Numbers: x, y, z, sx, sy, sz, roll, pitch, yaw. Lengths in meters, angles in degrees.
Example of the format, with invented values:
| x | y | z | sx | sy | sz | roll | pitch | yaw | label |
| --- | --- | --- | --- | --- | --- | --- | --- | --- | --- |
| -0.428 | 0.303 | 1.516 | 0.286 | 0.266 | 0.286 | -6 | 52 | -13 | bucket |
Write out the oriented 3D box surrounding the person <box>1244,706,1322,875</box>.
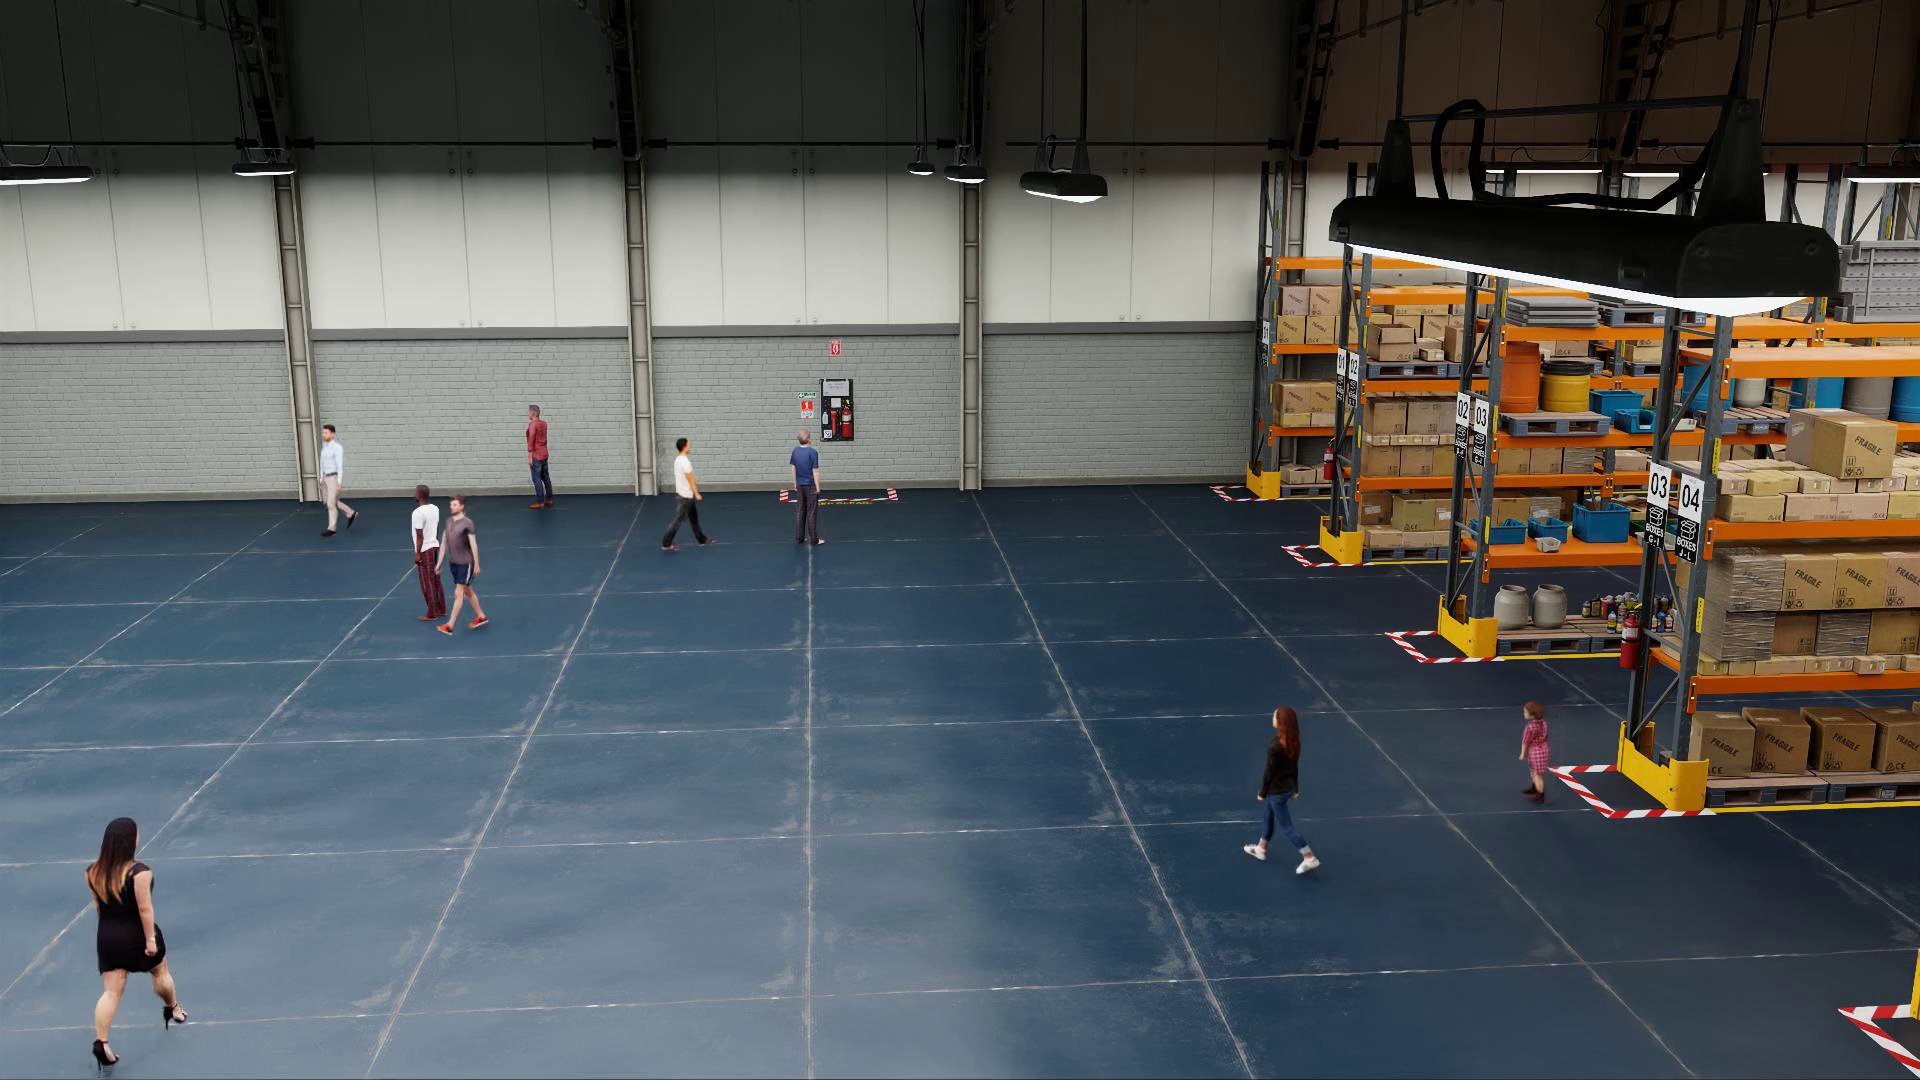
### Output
| x | y | z | sx | sy | sz | roll | pitch | yaw | label |
| --- | --- | --- | --- | --- | --- | --- | --- | --- | --- |
| 2.842 | 2.185 | 14.403 | 1.040 | 1.451 | 0.929 | 9 | 16 | 33 | person |

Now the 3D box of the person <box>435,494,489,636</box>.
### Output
| x | y | z | sx | sy | sz | roll | pitch | yaw | label |
| --- | --- | --- | --- | --- | --- | --- | --- | --- | --- |
| -6.439 | 0.311 | 21.704 | 1.172 | 1.808 | 1.166 | 9 | 16 | 33 | person |

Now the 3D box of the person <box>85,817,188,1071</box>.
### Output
| x | y | z | sx | sy | sz | roll | pitch | yaw | label |
| --- | --- | --- | --- | --- | --- | --- | --- | --- | --- |
| -5.738 | 2.783 | 11.339 | 1.066 | 1.668 | 0.891 | 2 | 13 | 10 | person |

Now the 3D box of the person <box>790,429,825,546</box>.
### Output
| x | y | z | sx | sy | sz | roll | pitch | yaw | label |
| --- | --- | --- | --- | --- | --- | --- | --- | --- | --- |
| -2.452 | -0.857 | 26.609 | 0.690 | 1.872 | 0.798 | 7 | 15 | 29 | person |

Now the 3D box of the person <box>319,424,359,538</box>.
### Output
| x | y | z | sx | sy | sz | roll | pitch | yaw | label |
| --- | --- | --- | --- | --- | --- | --- | --- | --- | --- |
| -10.242 | -0.984 | 27.264 | 1.060 | 1.824 | 1.098 | 9 | 16 | 35 | person |

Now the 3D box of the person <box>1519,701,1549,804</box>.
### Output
| x | y | z | sx | sy | sz | roll | pitch | yaw | label |
| --- | --- | --- | --- | --- | --- | --- | --- | --- | --- |
| 5.568 | 2.042 | 16.006 | 0.537 | 1.007 | 0.602 | -5 | 14 | -22 | person |

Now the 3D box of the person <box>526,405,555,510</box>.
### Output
| x | y | z | sx | sy | sz | roll | pitch | yaw | label |
| --- | --- | --- | --- | --- | --- | --- | --- | --- | --- |
| -7.447 | -1.485 | 29.422 | 0.698 | 1.826 | 0.751 | 4 | 14 | 16 | person |

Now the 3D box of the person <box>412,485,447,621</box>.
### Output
| x | y | z | sx | sy | sz | roll | pitch | yaw | label |
| --- | --- | --- | --- | --- | --- | --- | --- | --- | --- |
| -7.138 | 0.156 | 22.318 | 0.651 | 1.834 | 0.717 | 3 | 13 | 14 | person |

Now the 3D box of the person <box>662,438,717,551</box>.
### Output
| x | y | z | sx | sy | sz | roll | pitch | yaw | label |
| --- | --- | --- | --- | --- | --- | --- | --- | --- | --- |
| -4.396 | -0.677 | 26.073 | 1.215 | 1.763 | 0.869 | -5 | 14 | -22 | person |
